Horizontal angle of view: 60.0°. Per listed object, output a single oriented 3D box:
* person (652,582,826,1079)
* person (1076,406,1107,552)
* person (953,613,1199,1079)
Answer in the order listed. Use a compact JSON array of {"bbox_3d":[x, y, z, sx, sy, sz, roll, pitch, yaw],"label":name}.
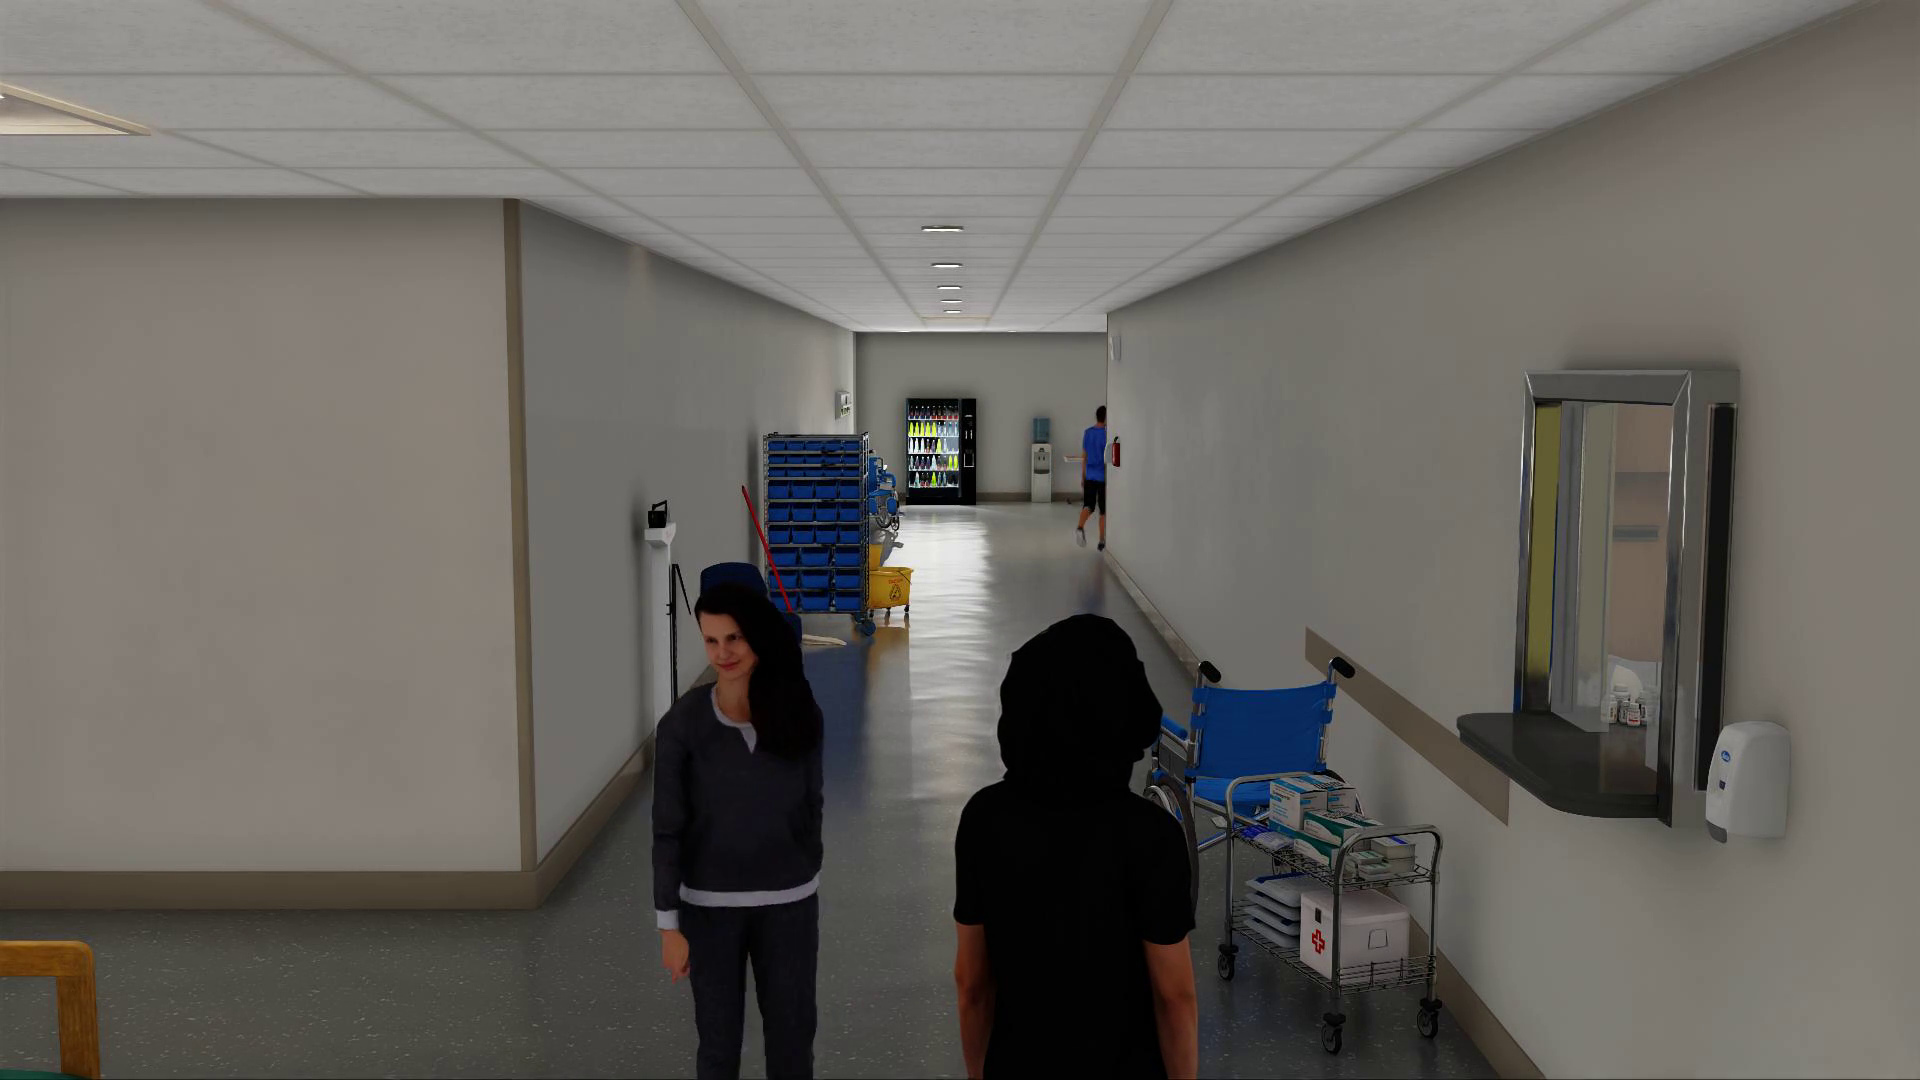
[{"bbox_3d":[-0.582,0.967,4.481,0.934,1.729,0.851,-2,6,-23],"label":"person"},{"bbox_3d":[1.704,-0.752,21.000,1.061,1.842,1.005,3,7,29],"label":"person"},{"bbox_3d":[0.210,1.041,3.143,0.604,1.836,0.760,2,6,22],"label":"person"}]
